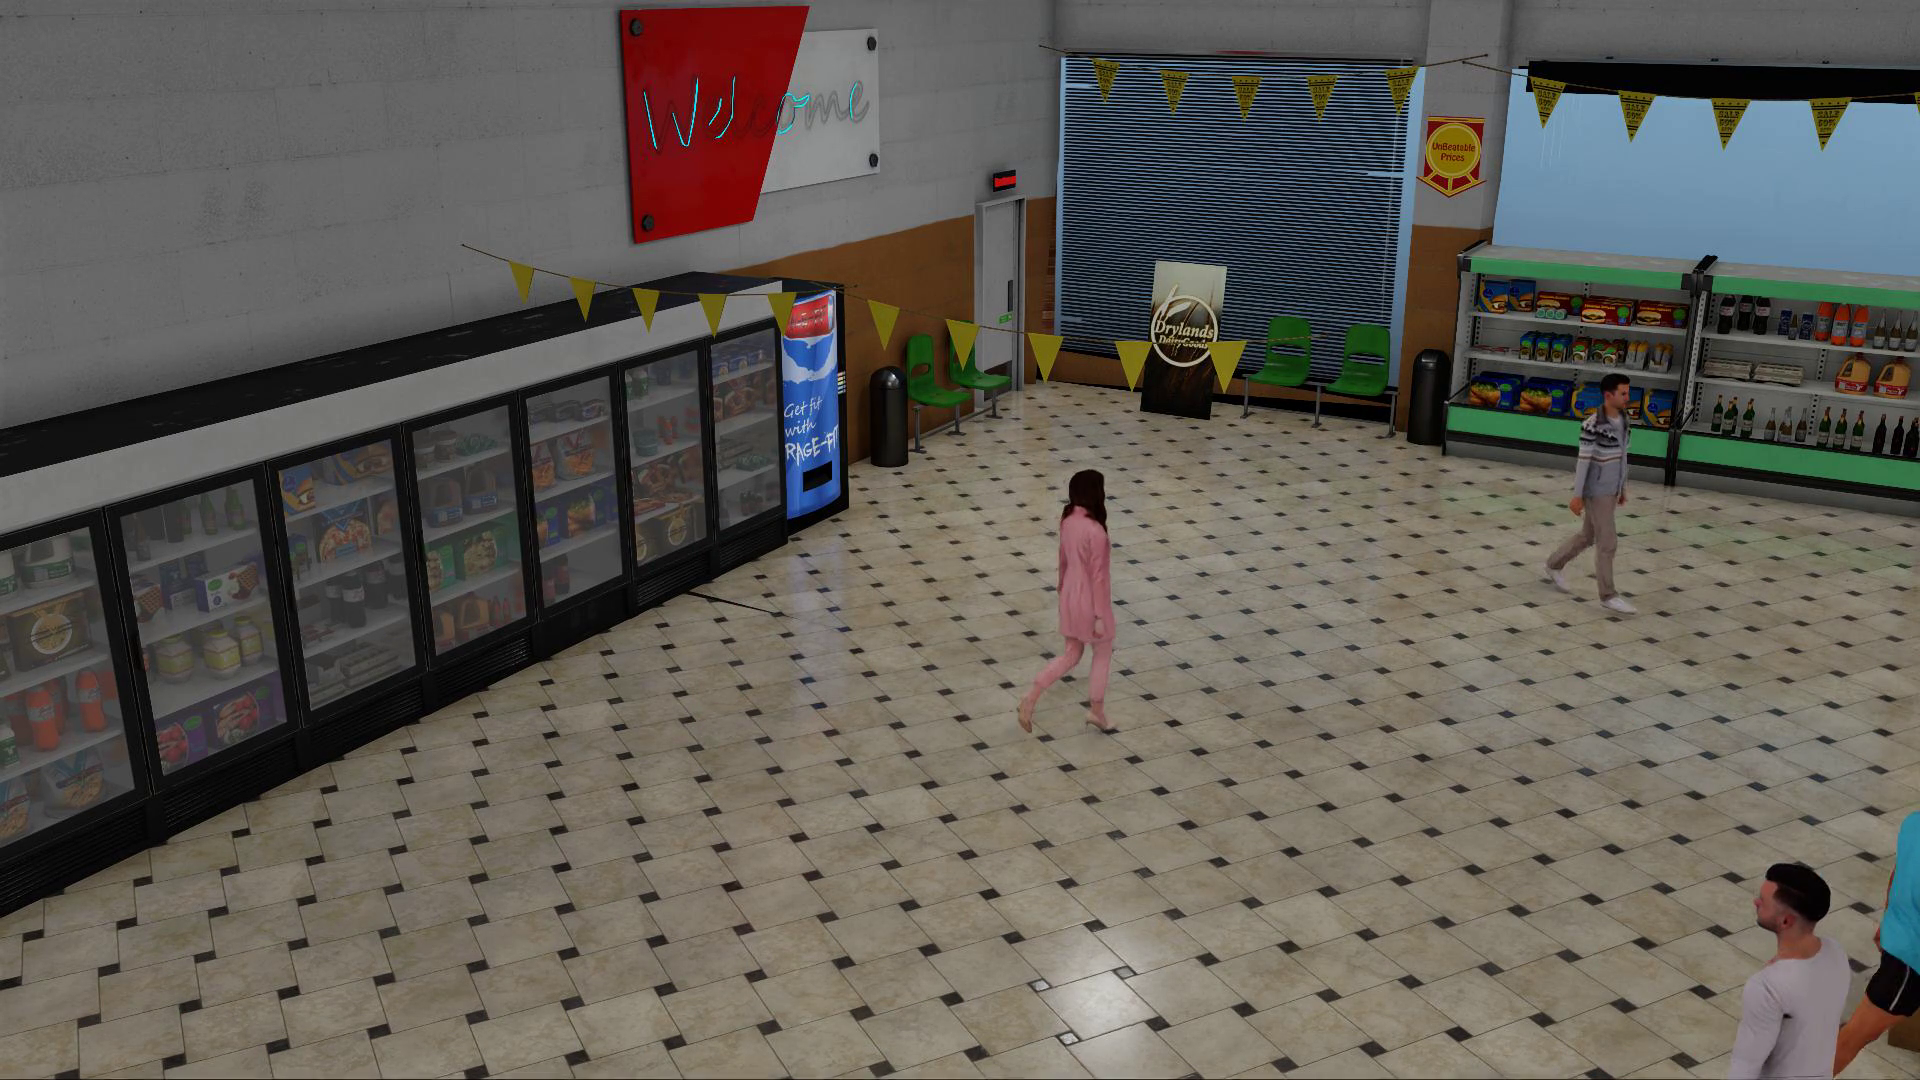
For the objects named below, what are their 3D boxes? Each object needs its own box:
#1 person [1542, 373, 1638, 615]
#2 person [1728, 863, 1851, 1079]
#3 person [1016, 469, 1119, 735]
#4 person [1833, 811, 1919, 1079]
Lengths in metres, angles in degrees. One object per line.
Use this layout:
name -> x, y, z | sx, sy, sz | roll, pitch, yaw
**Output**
person -> 4.899, -0.406, 12.889 | 0.972, 1.849, 1.248 | -15, 24, -37
person -> 2.901, 1.974, 5.867 | 0.757, 1.824, 0.729 | -12, 22, -31
person -> 0.709, 0.449, 10.457 | 0.978, 1.782, 1.059 | -11, 22, -30
person -> 3.798, 1.713, 6.801 | 1.232, 1.722, 0.914 | 3, 19, 8
